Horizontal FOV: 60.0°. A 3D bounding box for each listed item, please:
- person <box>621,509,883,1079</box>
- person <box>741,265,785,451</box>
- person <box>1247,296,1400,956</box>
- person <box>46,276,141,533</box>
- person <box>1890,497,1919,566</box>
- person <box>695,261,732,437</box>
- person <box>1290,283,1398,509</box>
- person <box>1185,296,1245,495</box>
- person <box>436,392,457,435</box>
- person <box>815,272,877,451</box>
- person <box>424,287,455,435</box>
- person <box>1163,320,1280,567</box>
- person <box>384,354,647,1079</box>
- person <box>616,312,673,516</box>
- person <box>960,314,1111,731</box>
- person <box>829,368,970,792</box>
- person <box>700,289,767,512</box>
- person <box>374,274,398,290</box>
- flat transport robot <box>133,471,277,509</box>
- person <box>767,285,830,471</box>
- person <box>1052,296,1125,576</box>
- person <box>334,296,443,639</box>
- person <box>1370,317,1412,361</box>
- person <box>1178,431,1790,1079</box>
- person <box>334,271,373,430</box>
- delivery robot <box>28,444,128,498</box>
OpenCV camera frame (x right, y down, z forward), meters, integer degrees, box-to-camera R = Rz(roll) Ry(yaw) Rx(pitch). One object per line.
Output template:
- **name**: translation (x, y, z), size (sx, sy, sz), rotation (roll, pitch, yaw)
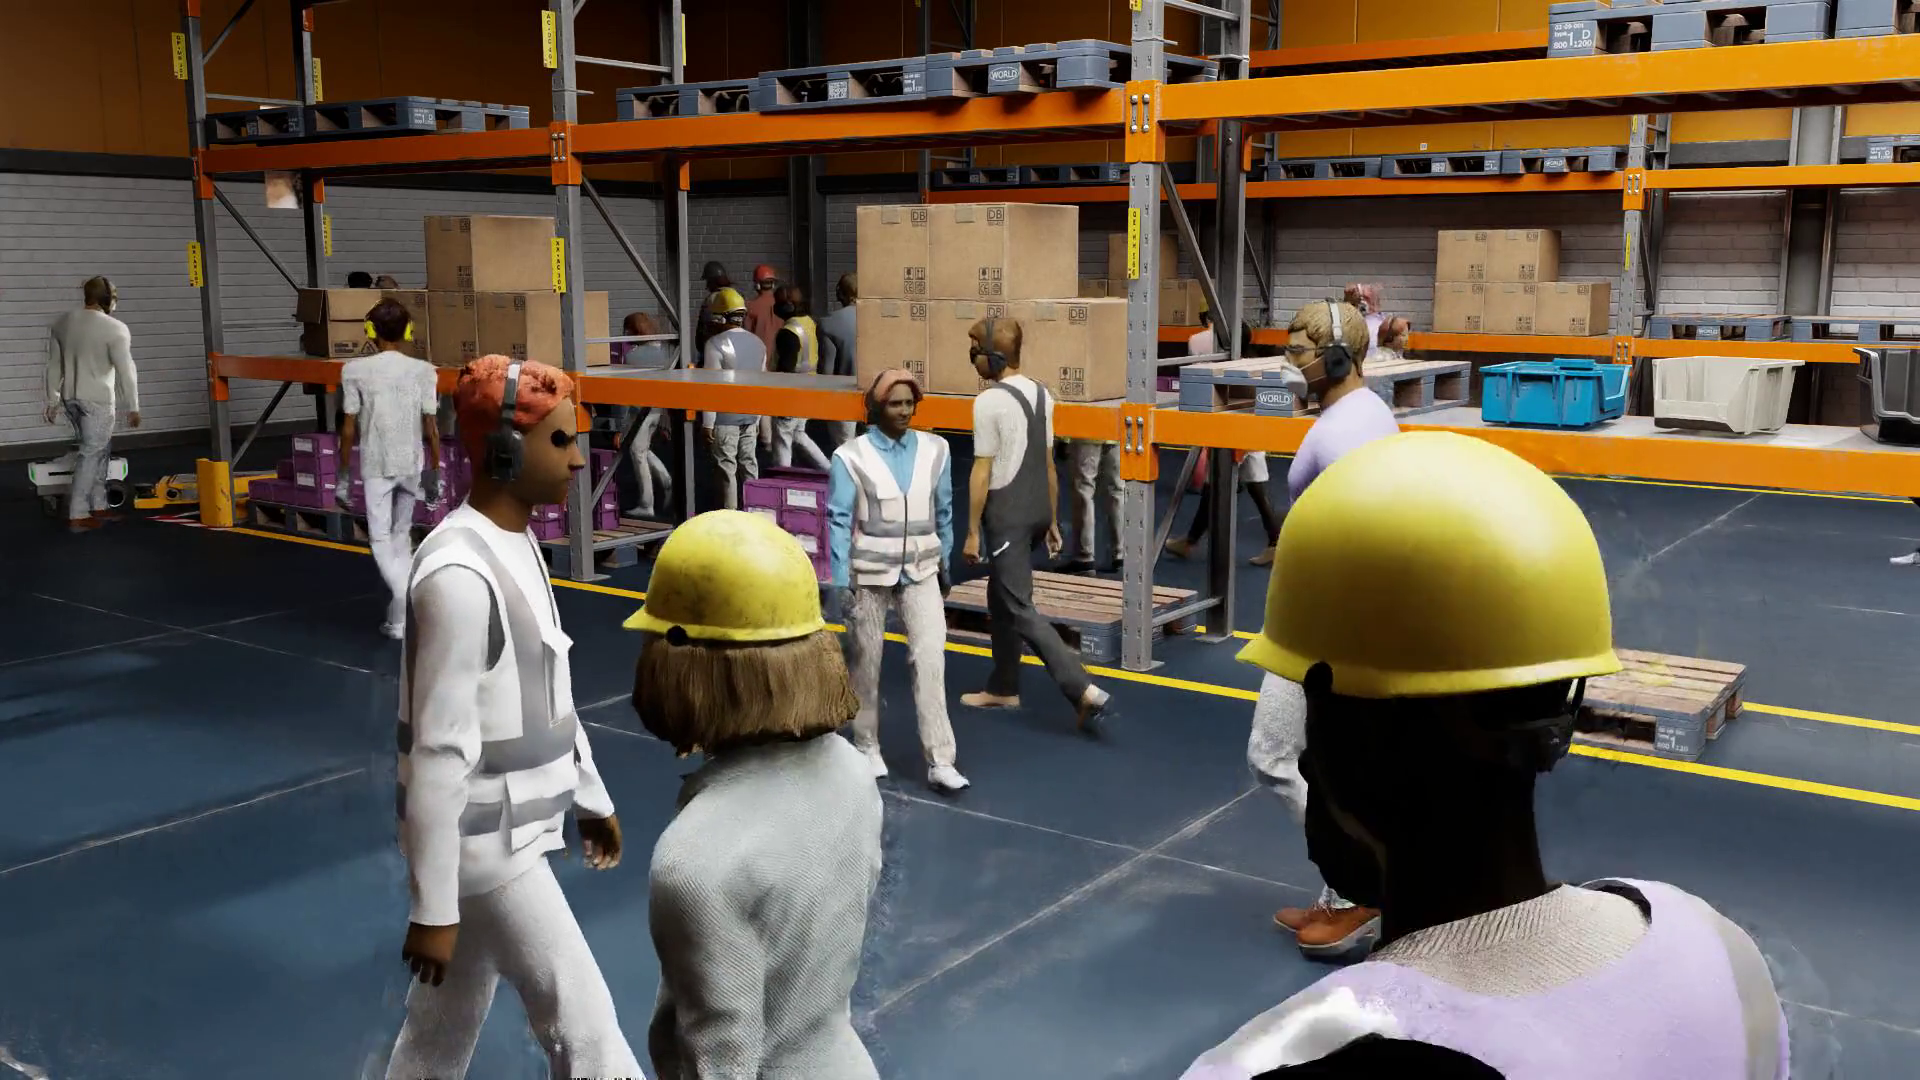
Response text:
- **person**: translation (-0.336, 0.805, 2.204), size (0.858, 1.703, 0.504), rotation (5, 11, 26)
- **person**: translation (-2.073, -1.932, 17.716), size (0.622, 1.977, 0.429), rotation (-7, 12, -34)
- **person**: translation (1.069, 0.263, 4.826), size (0.440, 1.919, 0.640), rotation (4, 10, 20)
- **person**: translation (-6.520, -1.028, 12.559), size (0.641, 1.897, 0.762), rotation (3, 10, 19)
- **person**: translation (6.417, -0.751, 10.911), size (0.449, 1.902, 0.598), rotation (5, 11, 28)
- **person**: translation (-2.770, -2.177, 19.003), size (0.587, 2.000, 0.699), rotation (4, 10, 24)
- **person**: translation (2.958, -0.975, 12.407), size (0.980, 1.844, 0.688), rotation (9, 13, 42)
- **person**: translation (2.172, -1.226, 14.196), size (0.537, 1.745, 0.654), rotation (-5, 11, -27)
- **person**: translation (-4.488, -1.426, 15.125), size (0.971, 1.837, 0.592), rotation (1, 10, 6)
- **person**: translation (-0.813, -1.083, 12.793), size (0.635, 1.936, 0.354), rotation (-5, 11, -27)
- **person**: translation (-5.133, -1.653, 16.425), size (0.561, 1.856, 0.435), rotation (-5, 11, -28)
- **person**: translation (1.795, -0.645, 11.033), size (0.890, 1.640, 0.546), rotation (7, 12, 34)
- **person**: translation (-0.754, 0.572, 3.209), size (0.992, 1.836, 0.595), rotation (-2, 10, -10)
- **person**: translation (-2.501, -0.985, 13.146), size (0.380, 1.617, 0.499), rotation (3, 10, 19)
- **person**: translation (0.315, -0.060, 7.148), size (0.836, 1.814, 0.540), rotation (6, 11, 34)
- **person**: translation (-0.223, 0.167, 6.305), size (0.536, 1.608, 0.757), rotation (-4, 10, -22)
- **person**: translation (-1.641, -0.882, 11.953), size (0.403, 1.826, 0.596), rotation (6, 11, 34)
- **person**: translation (-5.795, -1.776, 17.082), size (0.661, 1.893, 0.677), rotation (0, 10, 3)
- **flat transport robot**: translation (-6.087, -0.437, 13.900), size (1.431, 0.197, 0.652), rotation (-4, 10, -21)
- **person**: translation (-1.378, -1.200, 13.818), size (0.658, 1.827, 0.663), rotation (2, 10, 13)
- **person**: translation (0.883, -0.657, 10.717), size (0.652, 1.796, 0.406), rotation (-6, 11, -30)
- **person**: translation (-2.929, -0.332, 8.626), size (0.518, 1.843, 0.833), rotation (-8, 12, -39)
- **person**: translation (3.034, -0.762, 11.768), size (0.368, 1.626, 0.524), rotation (6, 11, 34)
- **person**: translation (0.378, 0.879, 1.218), size (0.586, 1.911, 0.520), rotation (-7, 12, -35)
- **person**: translation (-5.708, -1.534, 15.515), size (0.664, 1.934, 0.729), rotation (2, 10, 12)
- **delivery robot**: translation (-7.071, -0.530, 13.336), size (0.707, 0.478, 0.477), rotation (-5, 11, -29)
